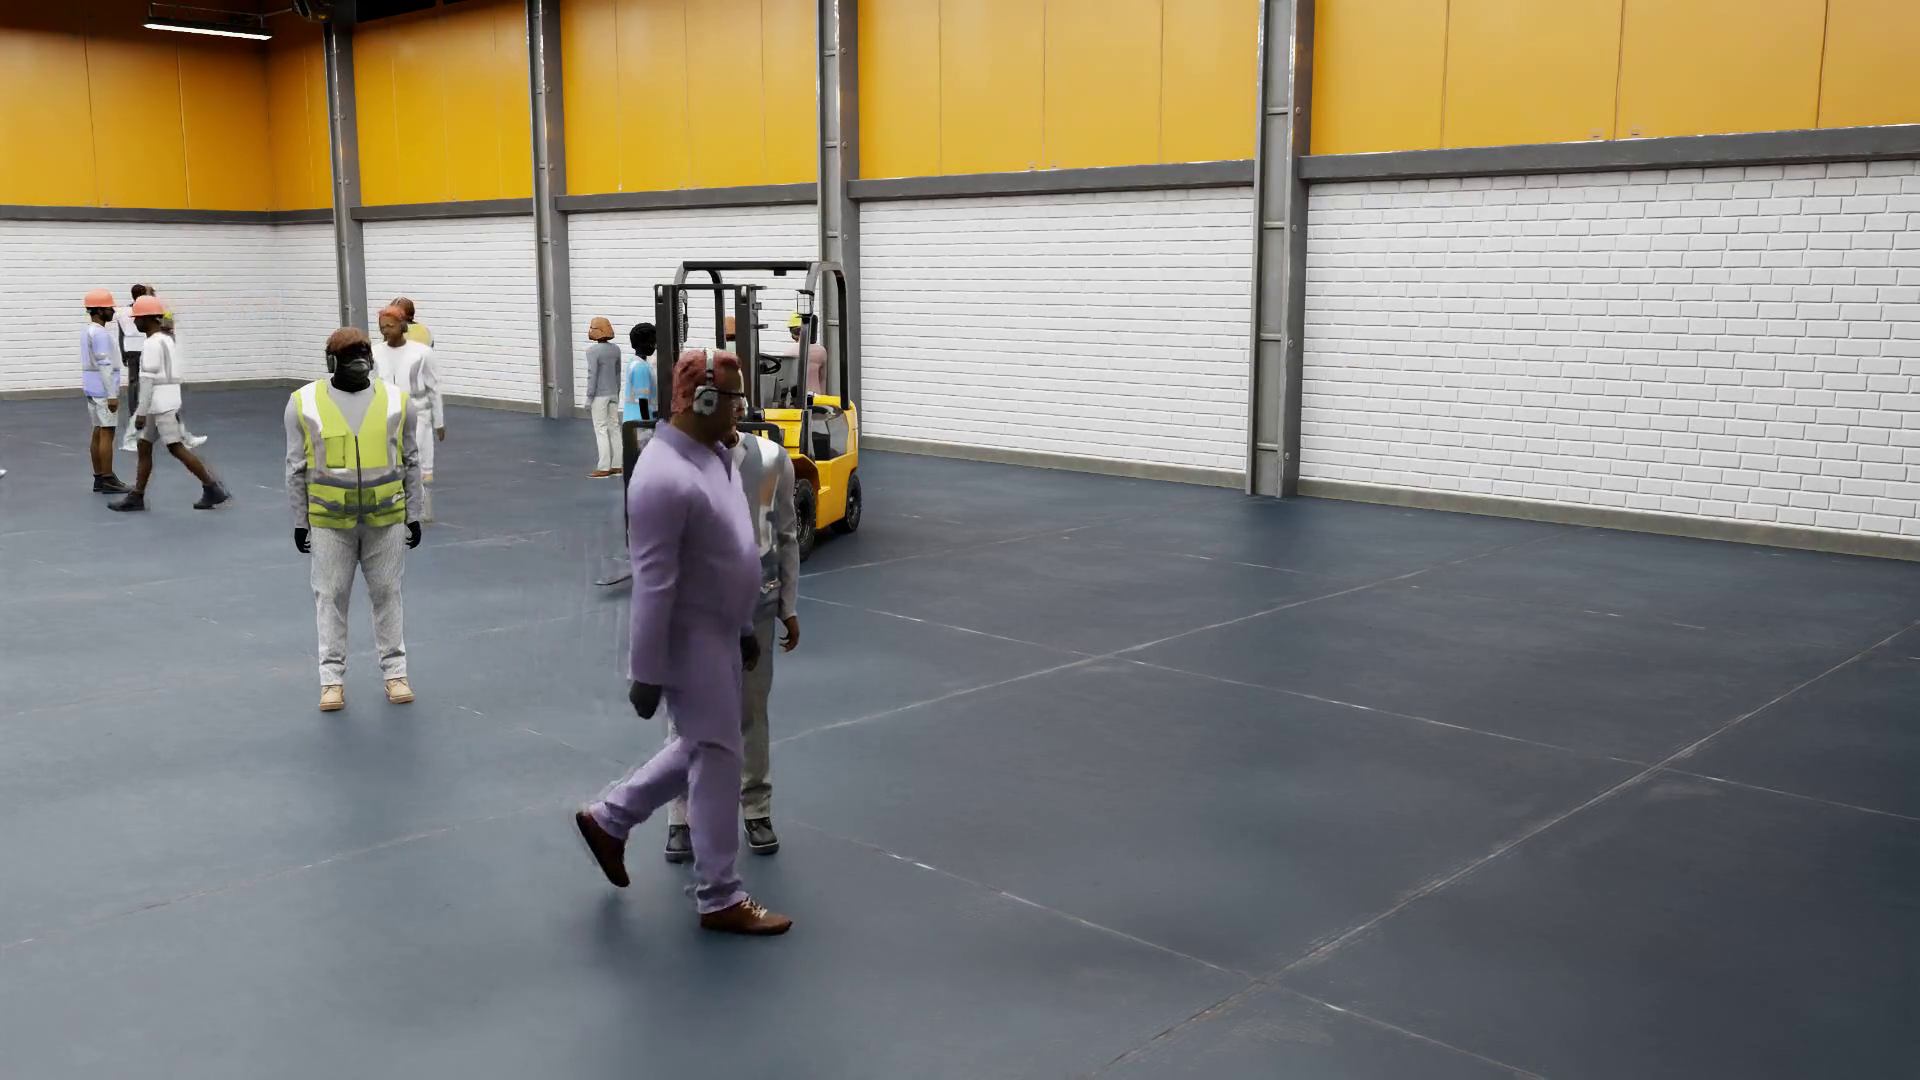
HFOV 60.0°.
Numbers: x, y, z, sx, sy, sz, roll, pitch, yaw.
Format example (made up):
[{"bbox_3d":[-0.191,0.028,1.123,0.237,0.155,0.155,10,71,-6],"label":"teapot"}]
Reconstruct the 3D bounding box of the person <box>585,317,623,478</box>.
[{"bbox_3d":[-3.628,-1.445,16.918,0.275,1.632,0.507,5,10,26],"label":"person"}]

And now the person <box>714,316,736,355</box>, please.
[{"bbox_3d":[-2.376,-1.495,17.226,0.266,1.631,0.507,5,11,29],"label":"person"}]

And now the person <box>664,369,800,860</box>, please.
[{"bbox_3d":[-0.867,0.239,5.988,0.603,1.828,0.404,-2,10,-14],"label":"person"}]

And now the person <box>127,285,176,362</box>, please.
[{"bbox_3d":[-11.824,-2.770,24.295,0.655,1.883,1.036,-2,10,-14],"label":"person"}]

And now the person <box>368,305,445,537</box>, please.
[{"bbox_3d":[-4.460,-0.981,13.455,0.593,1.851,0.890,1,9,6],"label":"person"}]

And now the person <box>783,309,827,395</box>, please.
[{"bbox_3d":[-1.401,-1.175,14.866,0.319,1.767,0.527,7,12,37],"label":"person"}]

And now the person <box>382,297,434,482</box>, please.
[{"bbox_3d":[-5.424,-1.452,16.323,0.430,1.845,0.624,3,10,20],"label":"person"}]

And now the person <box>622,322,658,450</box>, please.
[{"bbox_3d":[-2.558,-0.906,13.430,0.320,1.692,0.531,-3,10,-16],"label":"person"}]

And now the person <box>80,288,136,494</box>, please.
[{"bbox_3d":[-8.085,-1.404,15.734,0.362,1.939,0.543,-8,12,-41],"label":"person"}]

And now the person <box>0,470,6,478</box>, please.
[{"bbox_3d":[-9.924,-1.336,16.395,0.525,1.596,0.767,8,12,41],"label":"person"}]

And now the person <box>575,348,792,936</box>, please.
[{"bbox_3d":[-0.912,0.318,5.374,0.686,1.877,0.668,1,9,4],"label":"person"}]

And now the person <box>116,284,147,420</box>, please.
[{"bbox_3d":[-11.415,-2.597,23.192,0.591,1.907,0.429,0,9,-2],"label":"person"}]

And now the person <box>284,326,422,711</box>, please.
[{"bbox_3d":[-2.920,-0.105,8.062,0.625,1.847,0.429,-4,10,-25],"label":"person"}]

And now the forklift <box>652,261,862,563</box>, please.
[{"bbox_3d":[-1.552,-1.040,12.721,1.214,2.155,2.313,2,9,11],"label":"forklift"}]

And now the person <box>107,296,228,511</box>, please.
[{"bbox_3d":[-6.951,-1.183,14.528,0.982,1.894,0.562,-3,10,-15],"label":"person"}]

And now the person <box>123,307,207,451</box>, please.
[{"bbox_3d":[-9.380,-1.882,19.457,0.912,1.670,0.526,-3,10,-20],"label":"person"}]
